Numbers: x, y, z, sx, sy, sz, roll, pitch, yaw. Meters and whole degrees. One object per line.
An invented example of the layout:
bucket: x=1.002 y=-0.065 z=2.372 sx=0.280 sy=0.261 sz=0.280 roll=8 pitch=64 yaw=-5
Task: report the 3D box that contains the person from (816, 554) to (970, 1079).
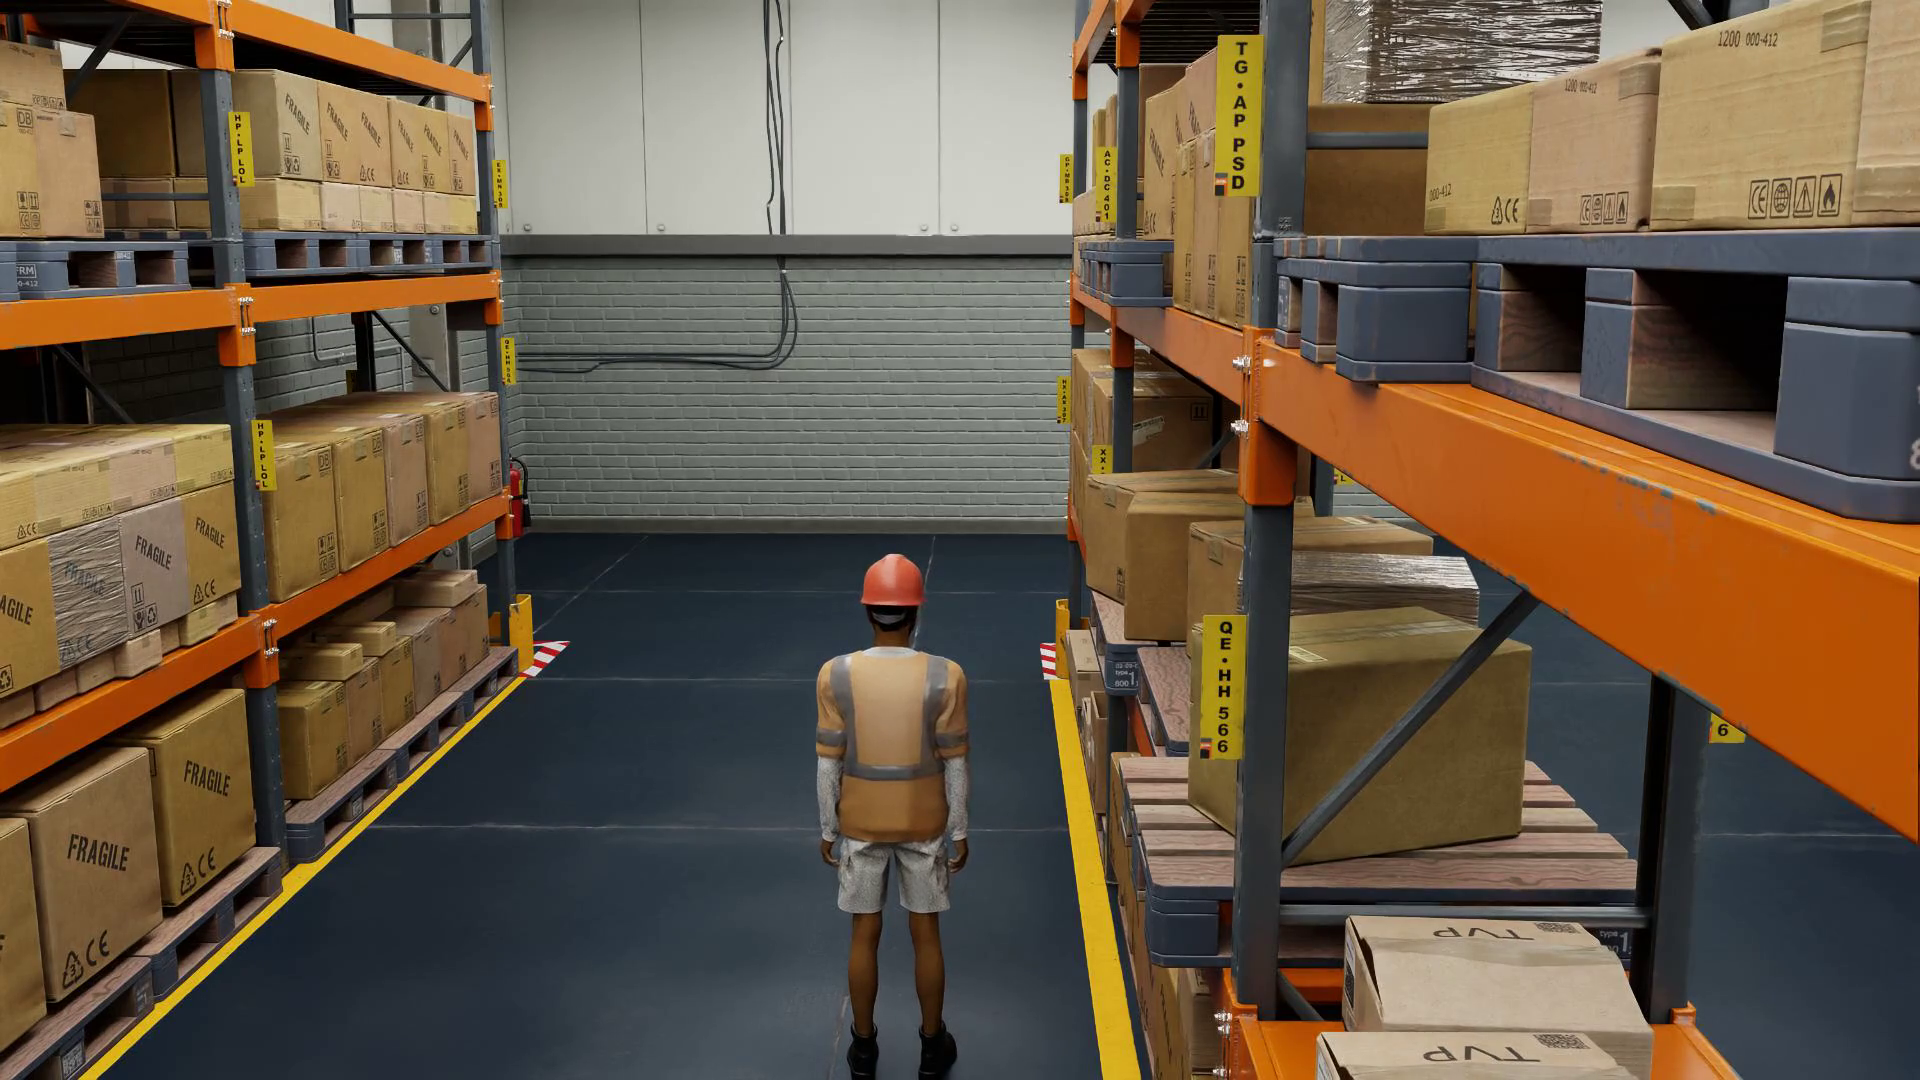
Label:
person: x=-0.238 y=1.009 z=6.037 sx=0.552 sy=1.933 sz=0.373 roll=0 pitch=10 yaw=2
